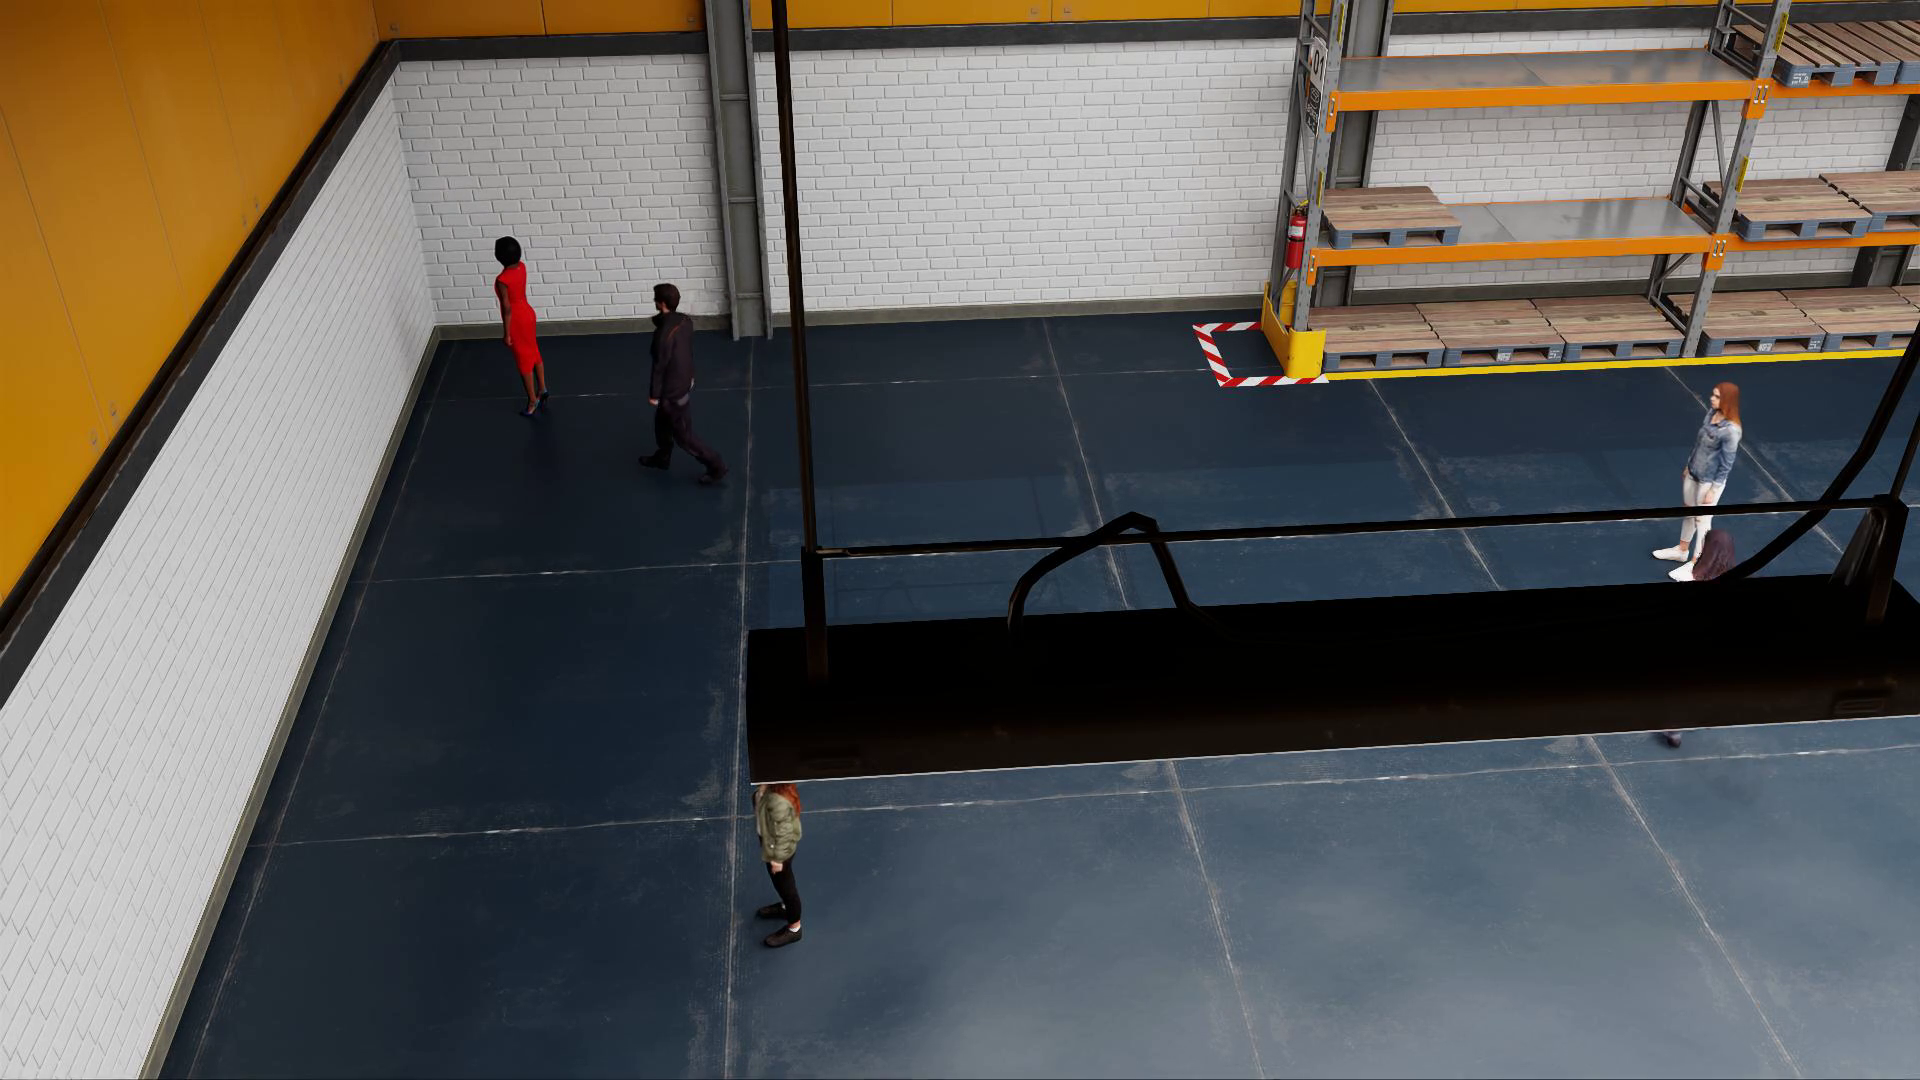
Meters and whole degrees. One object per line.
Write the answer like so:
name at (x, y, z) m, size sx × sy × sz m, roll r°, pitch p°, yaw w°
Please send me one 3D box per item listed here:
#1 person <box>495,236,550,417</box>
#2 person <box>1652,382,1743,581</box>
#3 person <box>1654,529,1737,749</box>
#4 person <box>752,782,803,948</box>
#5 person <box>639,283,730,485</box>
person at (-4.017, -1.955, 15.201) m, size 0.615 × 1.743 × 0.627 m, roll 9°, pitch 35°, yaw 13°
person at (5.848, -0.479, 13.019) m, size 0.493 × 1.701 × 0.611 m, roll -3°, pitch 34°, yaw -4°
person at (4.990, 0.716, 11.251) m, size 0.781 × 1.668 × 0.771 m, roll -11°, pitch 35°, yaw -16°
person at (-1.076, 1.774, 9.833) m, size 0.560 × 1.476 × 0.608 m, roll -8°, pitch 34°, yaw -12°
person at (-2.371, -1.285, 14.132) m, size 1.173 × 1.812 × 0.868 m, roll 4°, pitch 34°, yaw 6°
